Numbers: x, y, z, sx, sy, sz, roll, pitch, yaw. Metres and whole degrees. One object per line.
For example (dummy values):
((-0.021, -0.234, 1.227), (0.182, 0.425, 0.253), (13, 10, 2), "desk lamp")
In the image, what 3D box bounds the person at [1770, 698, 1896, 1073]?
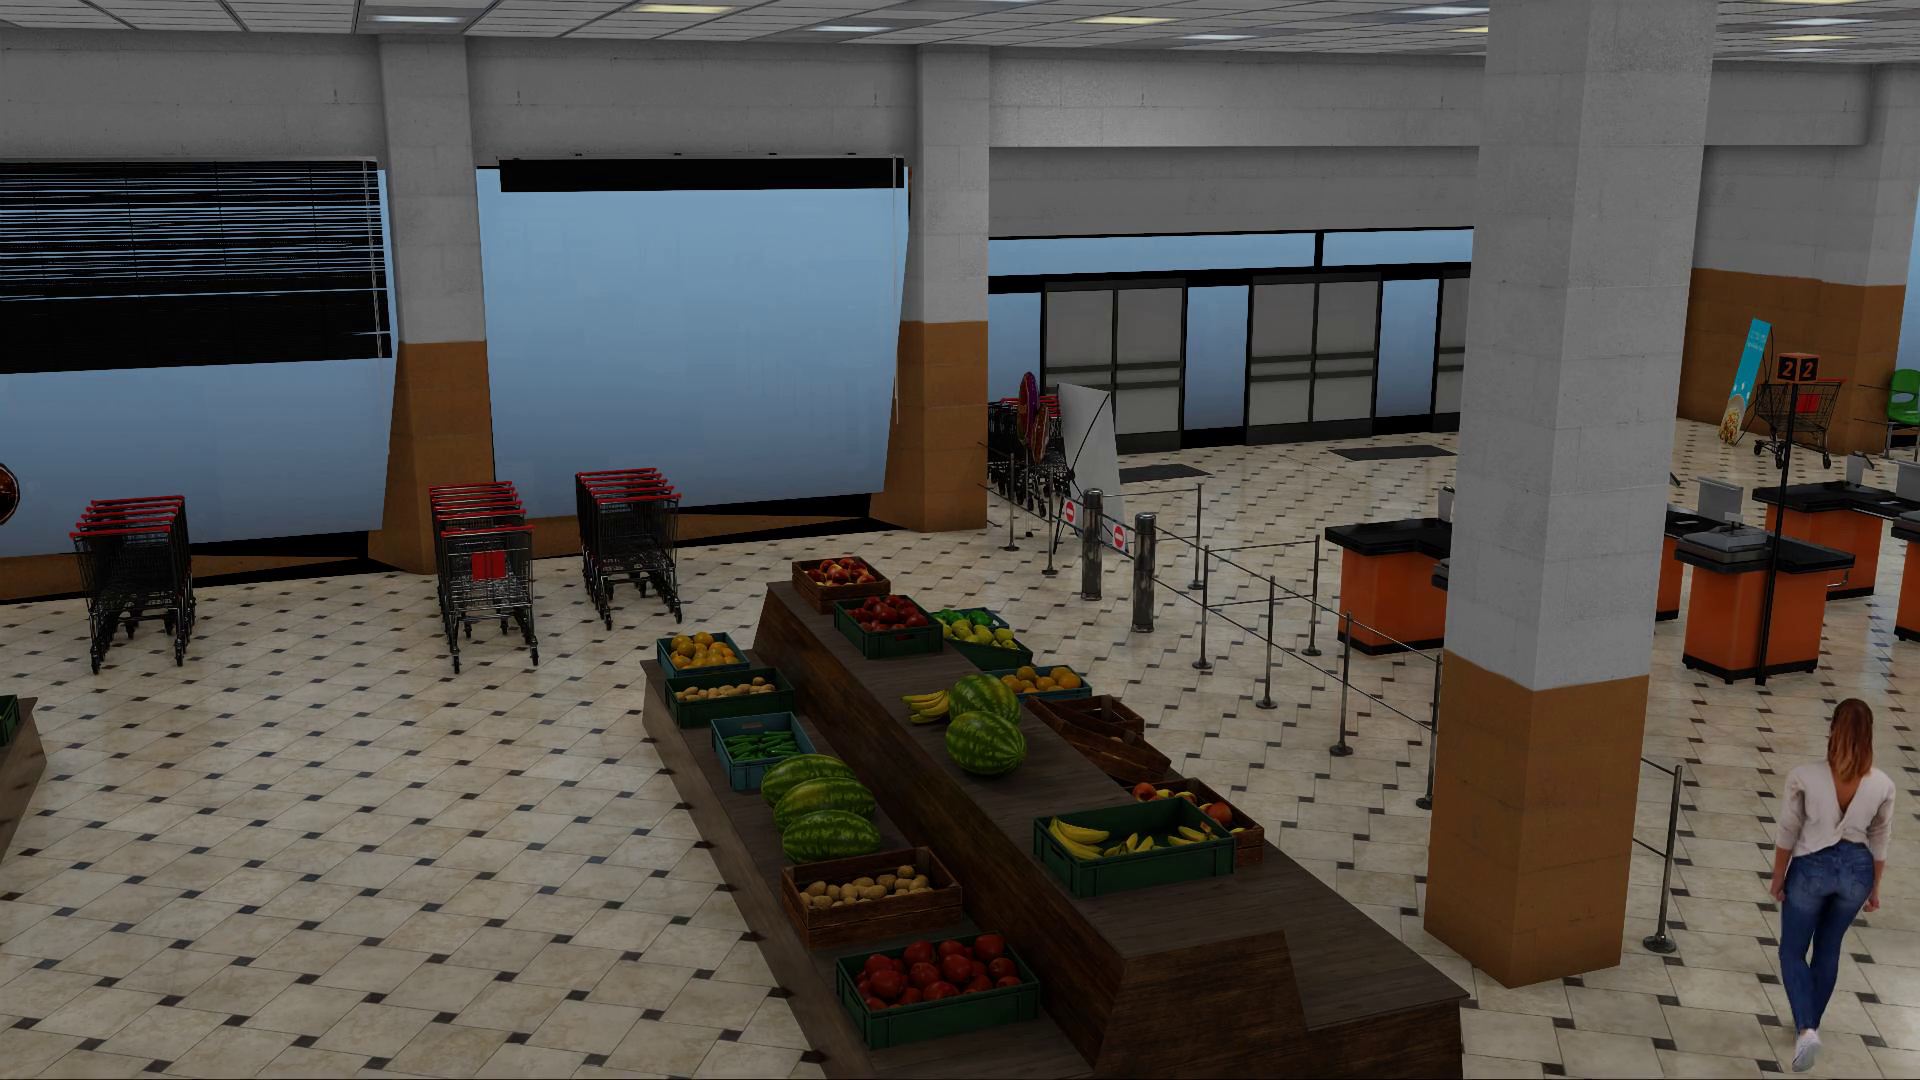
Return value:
((3.858, 1.557, 7.371), (0.955, 1.699, 1.081), (4, 14, 16), "person")
